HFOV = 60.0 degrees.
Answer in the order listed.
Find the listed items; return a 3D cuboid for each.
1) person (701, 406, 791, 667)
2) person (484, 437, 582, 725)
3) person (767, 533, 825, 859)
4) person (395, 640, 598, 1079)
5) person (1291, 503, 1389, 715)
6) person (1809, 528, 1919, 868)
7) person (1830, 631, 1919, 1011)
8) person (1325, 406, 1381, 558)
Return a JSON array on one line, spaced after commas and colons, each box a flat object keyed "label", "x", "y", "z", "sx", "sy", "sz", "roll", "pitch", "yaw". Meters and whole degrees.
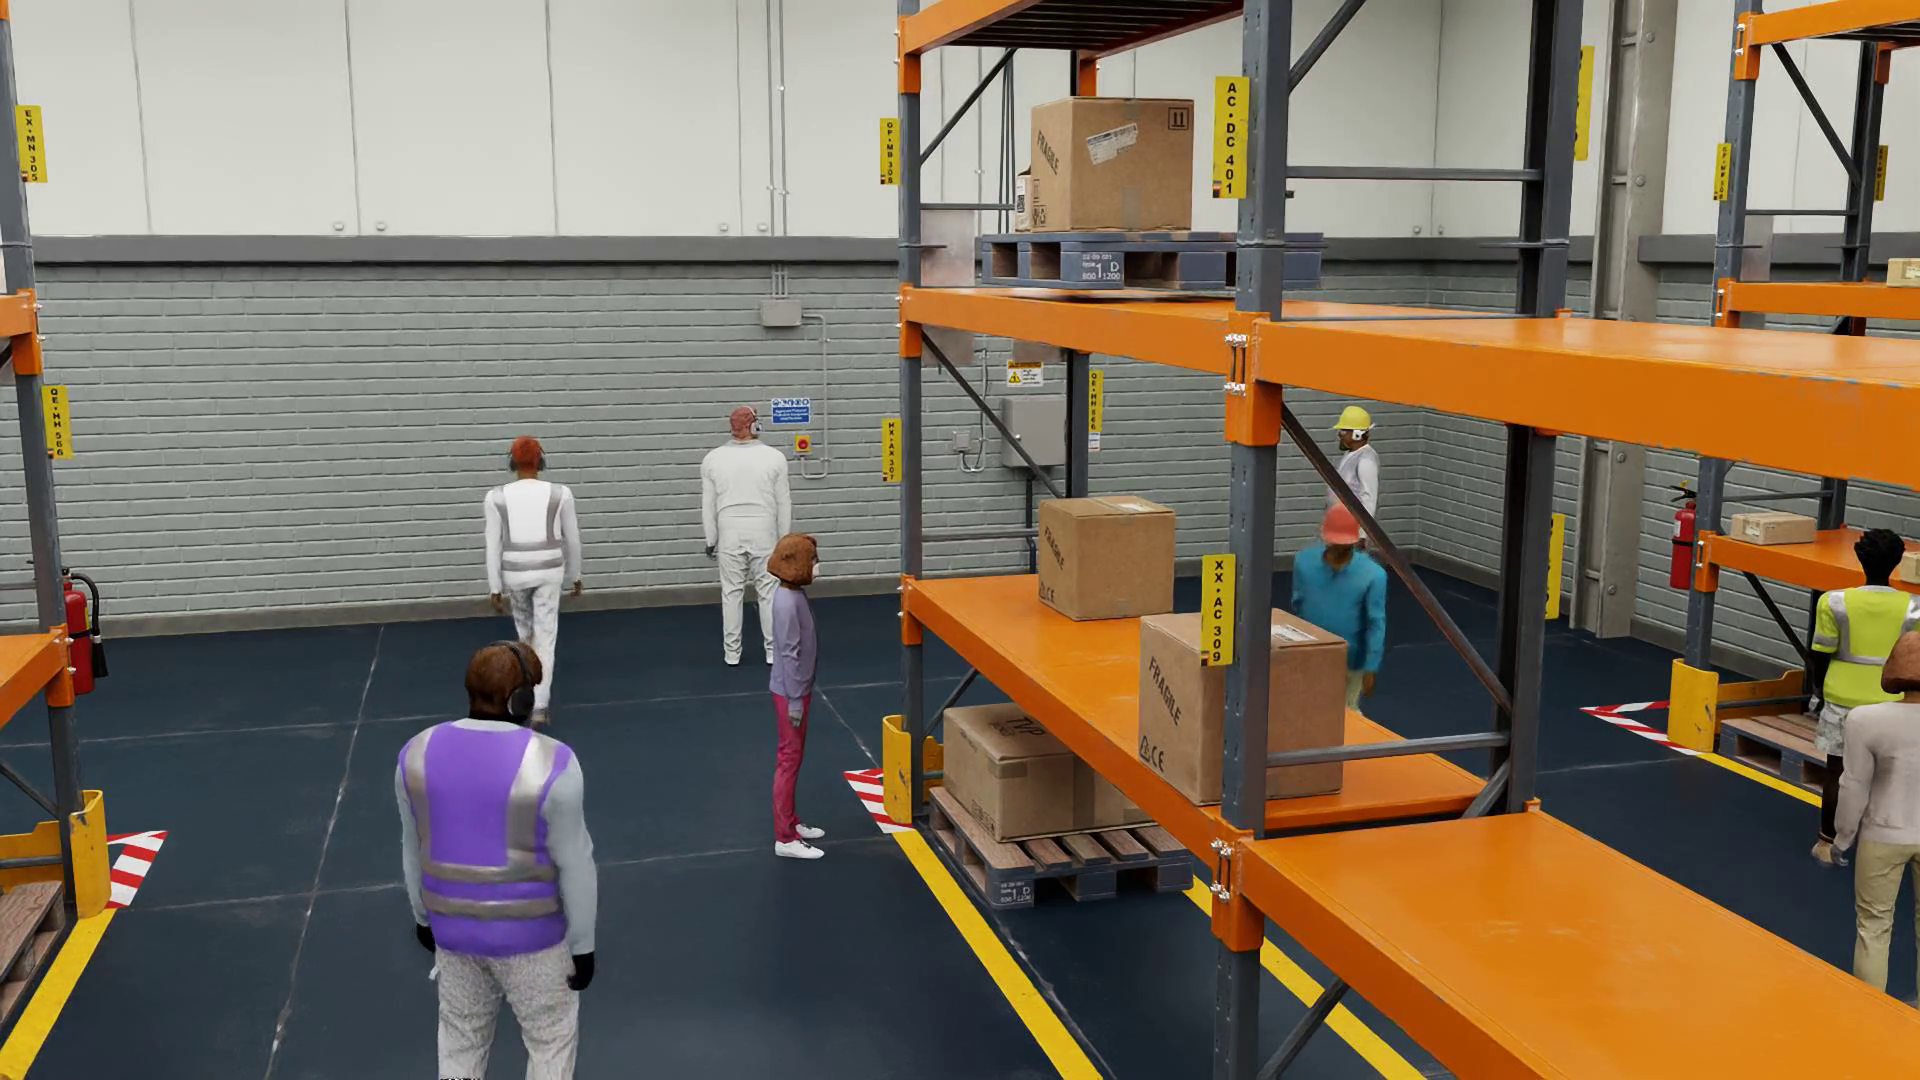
[{"label": "person", "x": -1.539, "y": -0.021, "z": 12.090, "sx": 0.641, "sy": 1.904, "sz": 0.401, "roll": 0, "pitch": 10, "yaw": 1}, {"label": "person", "x": -2.761, "y": 0.245, "z": 10.786, "sx": 0.580, "sy": 1.833, "sz": 1.023, "roll": -1, "pitch": 10, "yaw": -8}, {"label": "person", "x": -0.821, "y": 0.768, "z": 8.353, "sx": 0.267, "sy": 1.632, "sz": 0.509, "roll": 0, "pitch": 10, "yaw": -3}, {"label": "person", "x": -1.443, "y": 1.221, "z": 5.232, "sx": 0.685, "sy": 1.833, "sz": 0.431, "roll": 3, "pitch": 10, "yaw": 14}, {"label": "person", "x": 2.038, "y": 0.618, "z": 9.053, "sx": 0.574, "sy": 1.681, "sz": 0.868, "roll": 5, "pitch": 11, "yaw": 28}, {"label": "person", "x": 4.417, "y": 0.784, "z": 8.090, "sx": 0.532, "sy": 1.694, "sz": 0.319, "roll": 5, "pitch": 11, "yaw": 25}, {"label": "person", "x": 3.545, "y": 1.140, "z": 6.236, "sx": 0.498, "sy": 1.633, "sz": 0.283, "roll": 3, "pitch": 10, "yaw": 15}, {"label": "person", "x": 3.018, "y": -0.115, "z": 12.818, "sx": 0.404, "sy": 1.830, "sz": 0.603, "roll": 0, "pitch": 10, "yaw": 0}]
